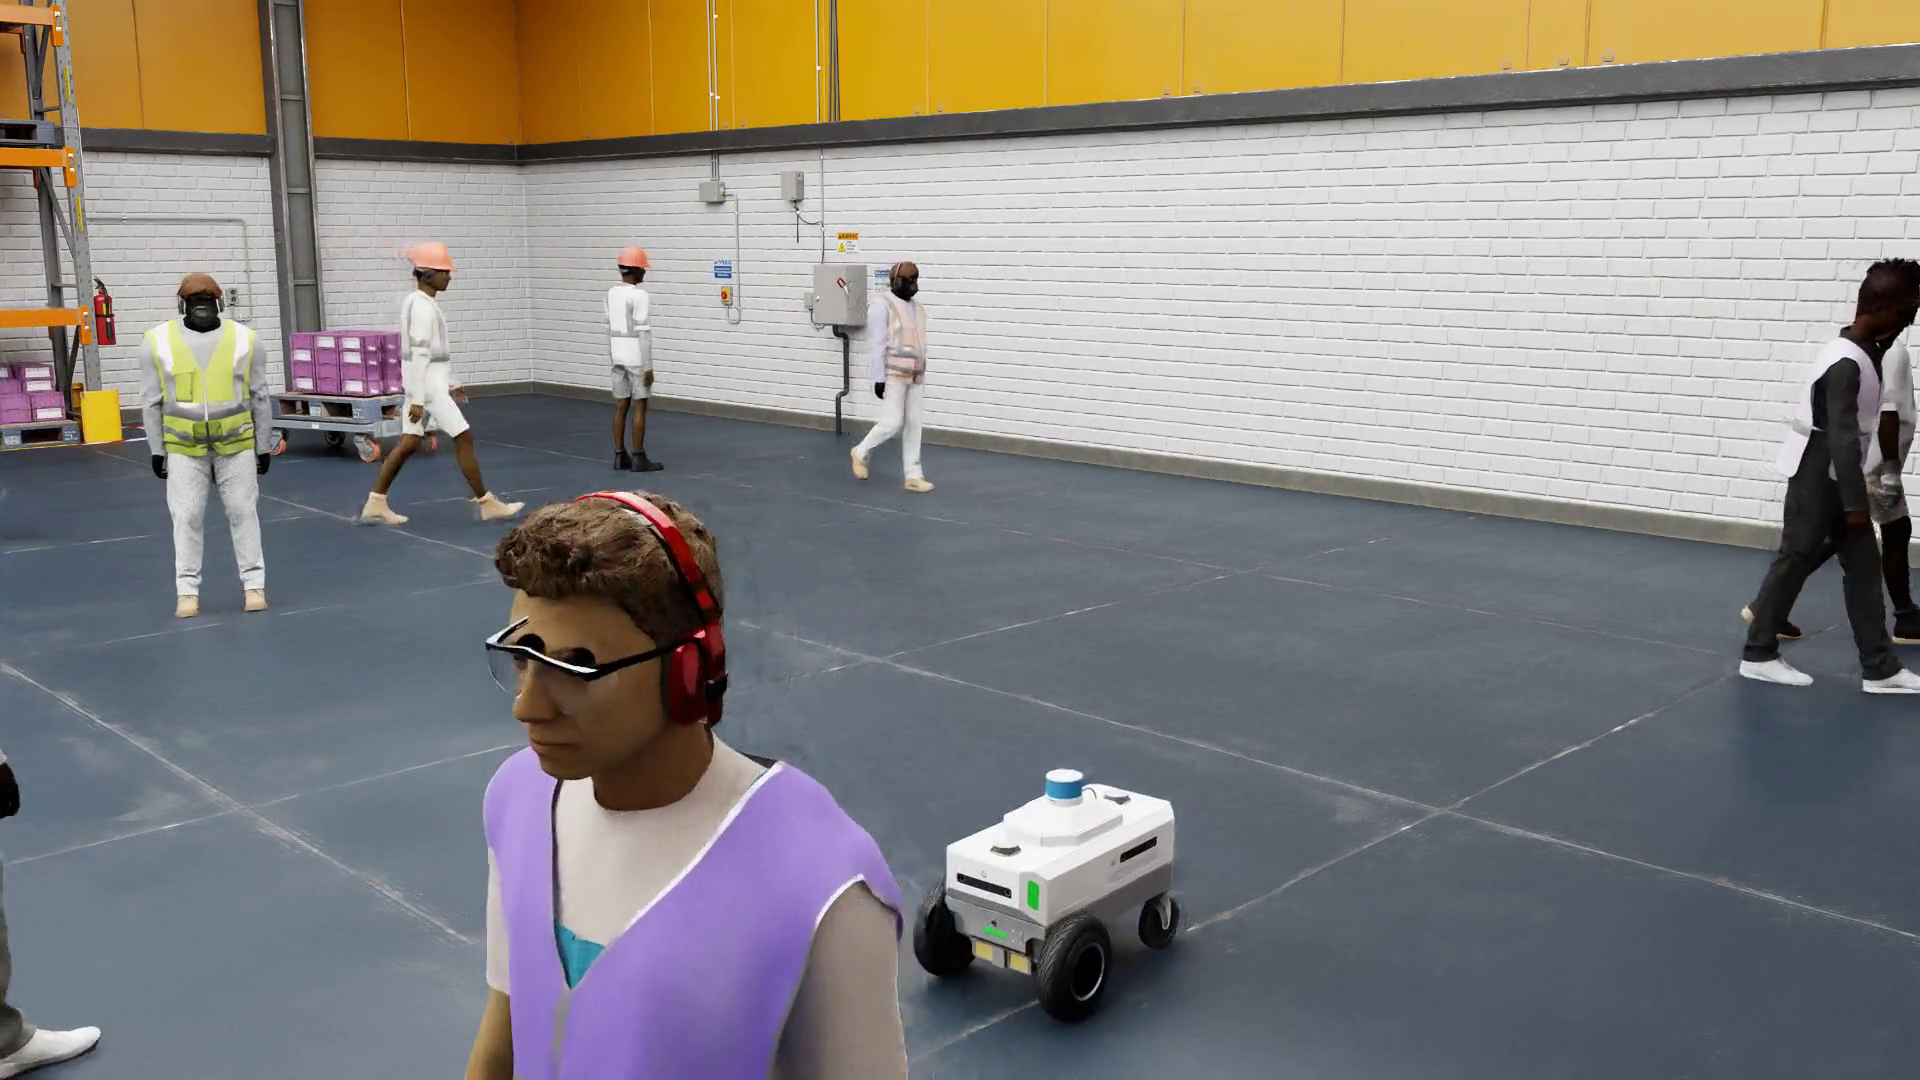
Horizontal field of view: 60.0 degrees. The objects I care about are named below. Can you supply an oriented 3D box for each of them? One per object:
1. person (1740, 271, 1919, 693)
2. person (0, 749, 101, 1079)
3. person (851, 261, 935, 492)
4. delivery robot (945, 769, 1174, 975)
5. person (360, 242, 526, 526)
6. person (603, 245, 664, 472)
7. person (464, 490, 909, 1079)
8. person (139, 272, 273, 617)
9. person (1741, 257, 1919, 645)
[{"bbox_3d":[3.916,-0.230,7.269,0.901,1.860,0.609,8,13,38],"label":"person"},{"bbox_3d":[-2.409,0.427,3.621,0.580,1.892,0.842,10,14,42],"label":"person"},{"bbox_3d":[-0.518,-1.297,13.204,0.652,1.825,0.640,8,13,39],"label":"person"},{"bbox_3d":[0.285,0.875,4.573,0.477,0.478,0.707,8,13,39],"label":"delivery robot"},{"bbox_3d":[-3.686,-1.071,11.573,1.105,1.979,0.622,-5,12,-26],"label":"person"},{"bbox_3d":[-2.804,-1.552,14.291,0.553,1.935,0.363,9,14,40],"label":"person"},{"bbox_3d":[-0.306,0.821,1.786,1.014,1.783,0.579,-10,15,-44],"label":"person"},{"bbox_3d":[-3.993,-0.500,8.868,0.627,1.835,0.432,-4,11,-22],"label":"person"},{"bbox_3d":[4.427,-0.423,8.165,0.994,1.925,0.609,3,11,18],"label":"person"}]
